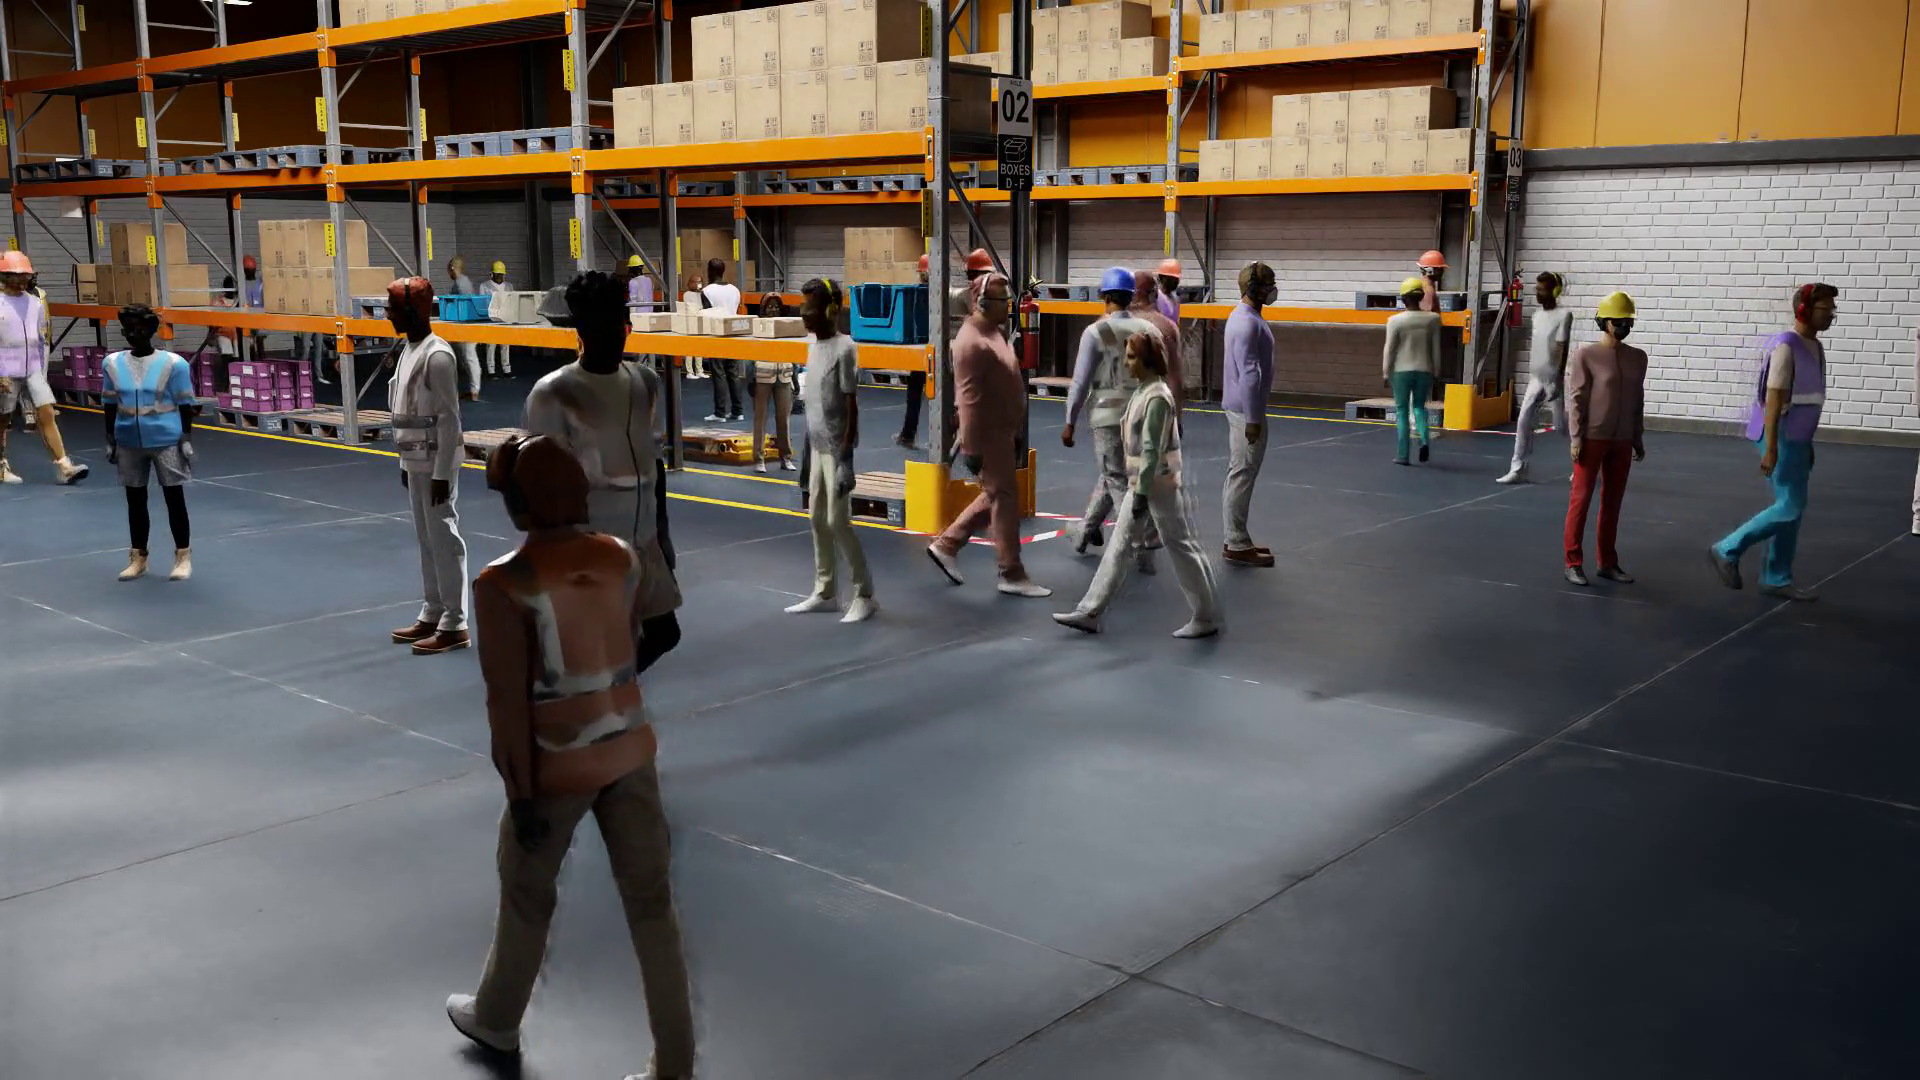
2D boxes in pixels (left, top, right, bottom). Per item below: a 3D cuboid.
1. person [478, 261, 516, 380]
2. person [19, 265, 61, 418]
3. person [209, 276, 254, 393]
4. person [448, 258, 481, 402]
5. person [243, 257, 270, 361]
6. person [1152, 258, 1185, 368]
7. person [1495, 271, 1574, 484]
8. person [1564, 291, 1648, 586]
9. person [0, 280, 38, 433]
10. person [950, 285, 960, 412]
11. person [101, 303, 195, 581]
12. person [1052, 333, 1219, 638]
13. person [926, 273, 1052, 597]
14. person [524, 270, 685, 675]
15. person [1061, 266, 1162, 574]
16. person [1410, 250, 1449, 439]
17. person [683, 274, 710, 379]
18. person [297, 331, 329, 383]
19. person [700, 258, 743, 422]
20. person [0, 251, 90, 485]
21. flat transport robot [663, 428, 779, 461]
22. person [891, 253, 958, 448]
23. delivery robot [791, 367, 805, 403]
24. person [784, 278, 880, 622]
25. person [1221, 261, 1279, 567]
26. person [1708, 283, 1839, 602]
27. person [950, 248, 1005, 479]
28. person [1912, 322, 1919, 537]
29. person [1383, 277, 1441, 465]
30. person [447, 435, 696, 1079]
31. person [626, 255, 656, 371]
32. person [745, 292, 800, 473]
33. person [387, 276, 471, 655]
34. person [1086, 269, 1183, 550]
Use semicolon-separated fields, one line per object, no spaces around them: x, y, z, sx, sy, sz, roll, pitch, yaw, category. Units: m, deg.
-7.100;-3.375;25.622;0.589;1.822;0.402;-10;14;-43;person
-11.122;-2.383;19.949;0.429;1.835;0.626;1;10;8;person
-9.738;-2.706;22.235;0.551;1.649;0.818;-9;13;-42;person
-6.560;-2.777;22.050;0.374;1.900;0.784;-4;11;-19;person
-11.209;-3.532;26.352;0.572;1.884;0.999;-4;11;-20;person
2.073;-1.952;17.257;0.534;1.917;0.564;8;13;38;person
5.095;-1.390;14.298;0.926;1.840;0.519;-4;11;-24;person
3.899;-0.607;10.023;0.522;1.769;0.310;-3;10;-17;person
-10.361;-2.066;18.145;0.605;1.829;0.404;-1;10;-7;person
-0.130;-2.073;18.773;0.509;1.623;0.286;4;11;22;person
-4.930;-0.590;10.115;0.540;1.695;0.317;-1;10;-4;person
0.951;-0.267;8.581;0.881;1.586;0.544;-1;10;-5;person
0.164;-0.611;9.715;0.742;1.883;0.664;2;10;13;person
-1.305;-0.022;6.170;0.459;1.942;0.632;7;12;36;person
0.906;-0.771;10.554;0.604;1.889;0.942;-8;13;-39;person
4.978;-2.083;17.771;0.395;1.994;0.612;1;10;6;person
-4.096;-3.311;25.821;0.279;1.625;0.497;8;12;37;person
-9.660;-3.133;24.778;0.265;1.632;0.507;7;12;35;person
-2.786;-2.338;19.492;0.414;1.904;0.591;8;13;37;person
-7.916;-1.434;14.082;1.040;1.989;0.618;5;11;27;person
-2.395;-0.945;16.195;1.431;0.197;0.652;8;13;40;flat transport robot
-0.340;-1.881;16.702;0.638;1.962;0.880;-9;13;-42;person
-1.886;-1.882;20.458;0.477;0.478;0.707;8;13;38;delivery robot
-0.682;-0.475;9.055;0.430;1.867;0.598;-6;12;-31;person
1.858;-0.808;10.670;0.358;1.938;0.636;1;10;7;person
4.706;-0.558;9.555;0.489;1.828;0.574;9;13;41;person
0.105;-1.547;14.625;0.617;2.021;0.740;-6;12;-30;person
6.912;-0.937;11.482;0.409;1.913;0.648;-4;11;-20;person
4.199;-1.565;15.491;0.549;1.752;0.372;-2;10;-9;person
-0.932;0.544;3.959;0.833;1.580;0.503;8;13;39;person
-4.856;-3.352;25.230;0.401;1.918;0.588;4;11;20;person
-1.700;-1.425;15.060;0.514;1.634;0.312;-5;11;-28;person
-2.676;-0.372;8.351;0.357;1.883;0.573;-6;12;-33;person
1.154;-0.845;11.037;0.662;1.885;0.653;7;12;34;person
